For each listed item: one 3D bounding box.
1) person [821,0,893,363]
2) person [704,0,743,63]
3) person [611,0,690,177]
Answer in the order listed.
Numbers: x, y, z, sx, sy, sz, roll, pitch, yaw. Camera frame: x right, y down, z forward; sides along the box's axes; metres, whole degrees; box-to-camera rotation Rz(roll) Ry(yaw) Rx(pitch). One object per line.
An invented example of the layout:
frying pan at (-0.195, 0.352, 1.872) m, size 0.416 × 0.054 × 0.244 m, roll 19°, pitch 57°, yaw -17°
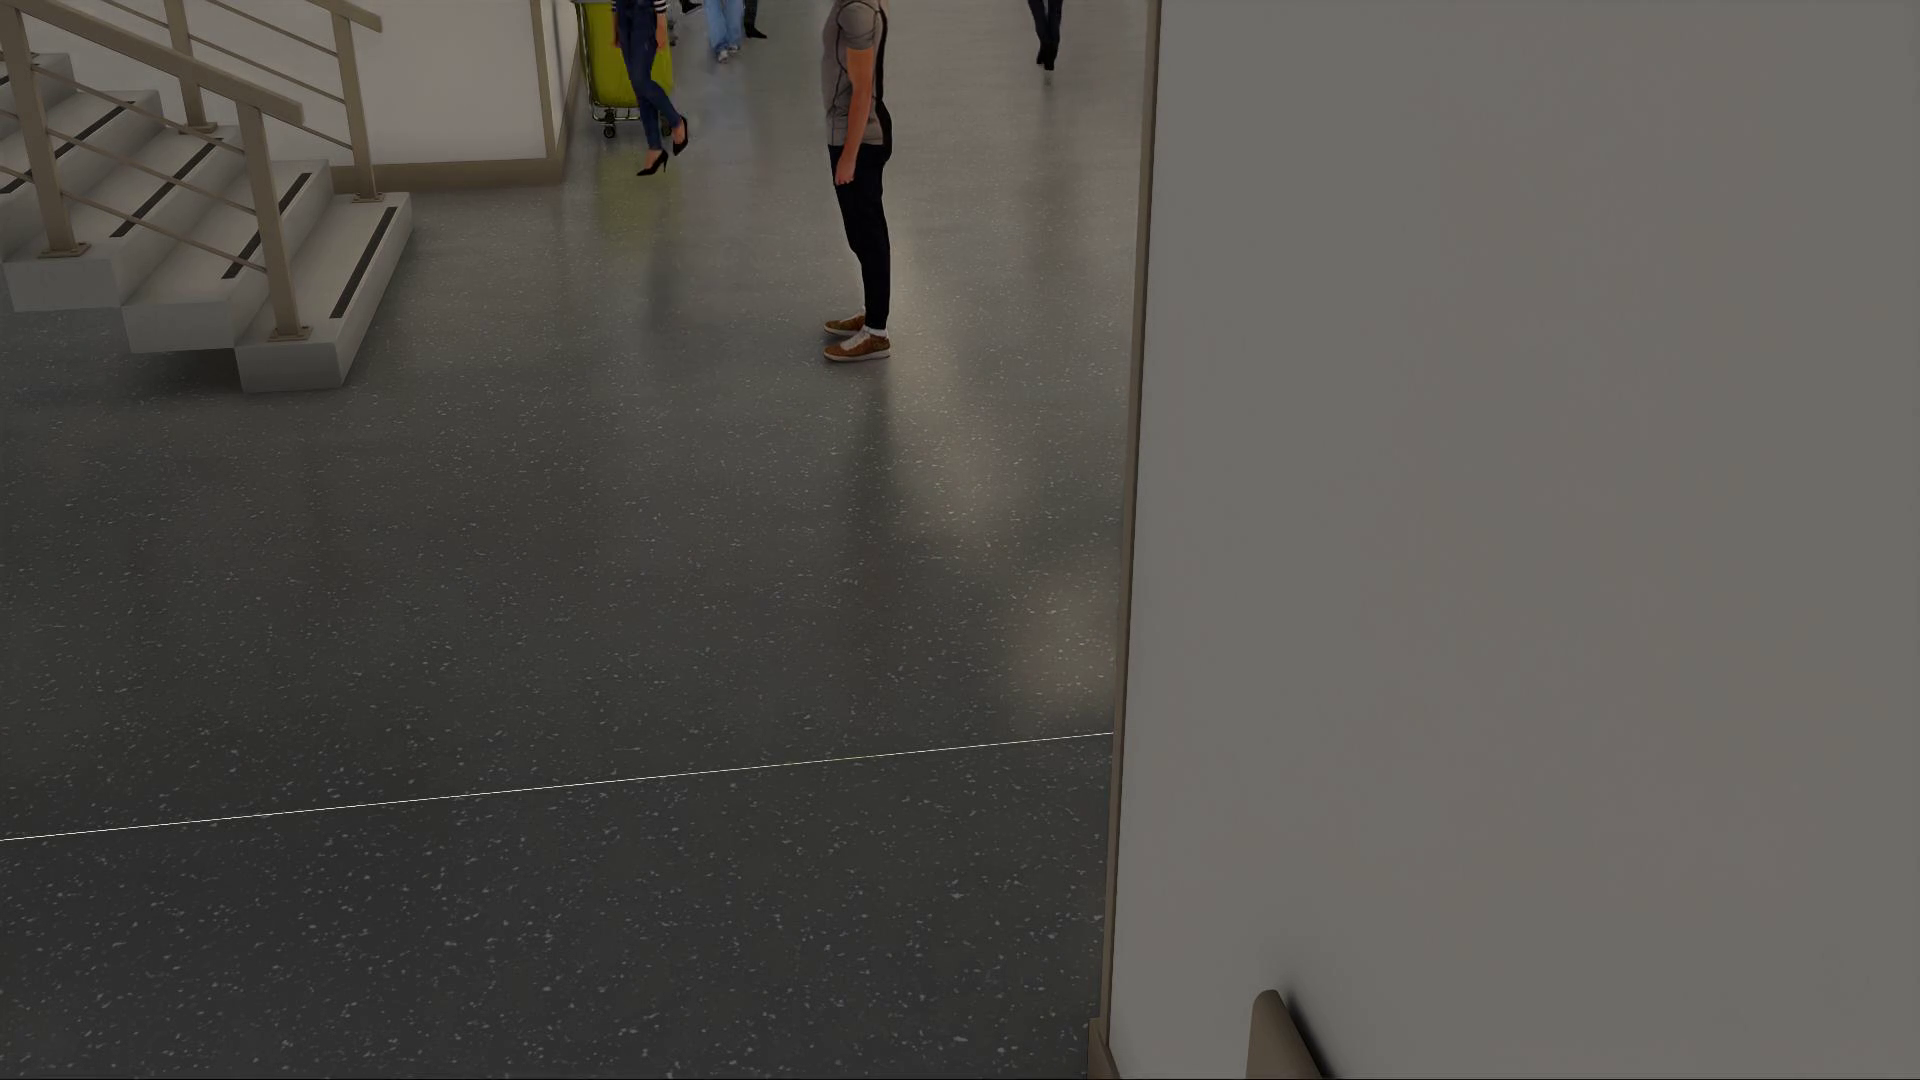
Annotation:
person at (-0.428, -1.714, 7.062) m, size 0.610 × 1.896 × 0.686 m, roll 0°, pitch 26°, yaw 0°
person at (-1.996, -4.877, 13.689) m, size 0.790 × 1.838 × 0.777 m, roll -7°, pitch 27°, yaw -14°
person at (-1.852, -3.105, 10.061) m, size 0.788 × 1.781 × 0.853 m, roll 22°, pitch 33°, yaw 38°
